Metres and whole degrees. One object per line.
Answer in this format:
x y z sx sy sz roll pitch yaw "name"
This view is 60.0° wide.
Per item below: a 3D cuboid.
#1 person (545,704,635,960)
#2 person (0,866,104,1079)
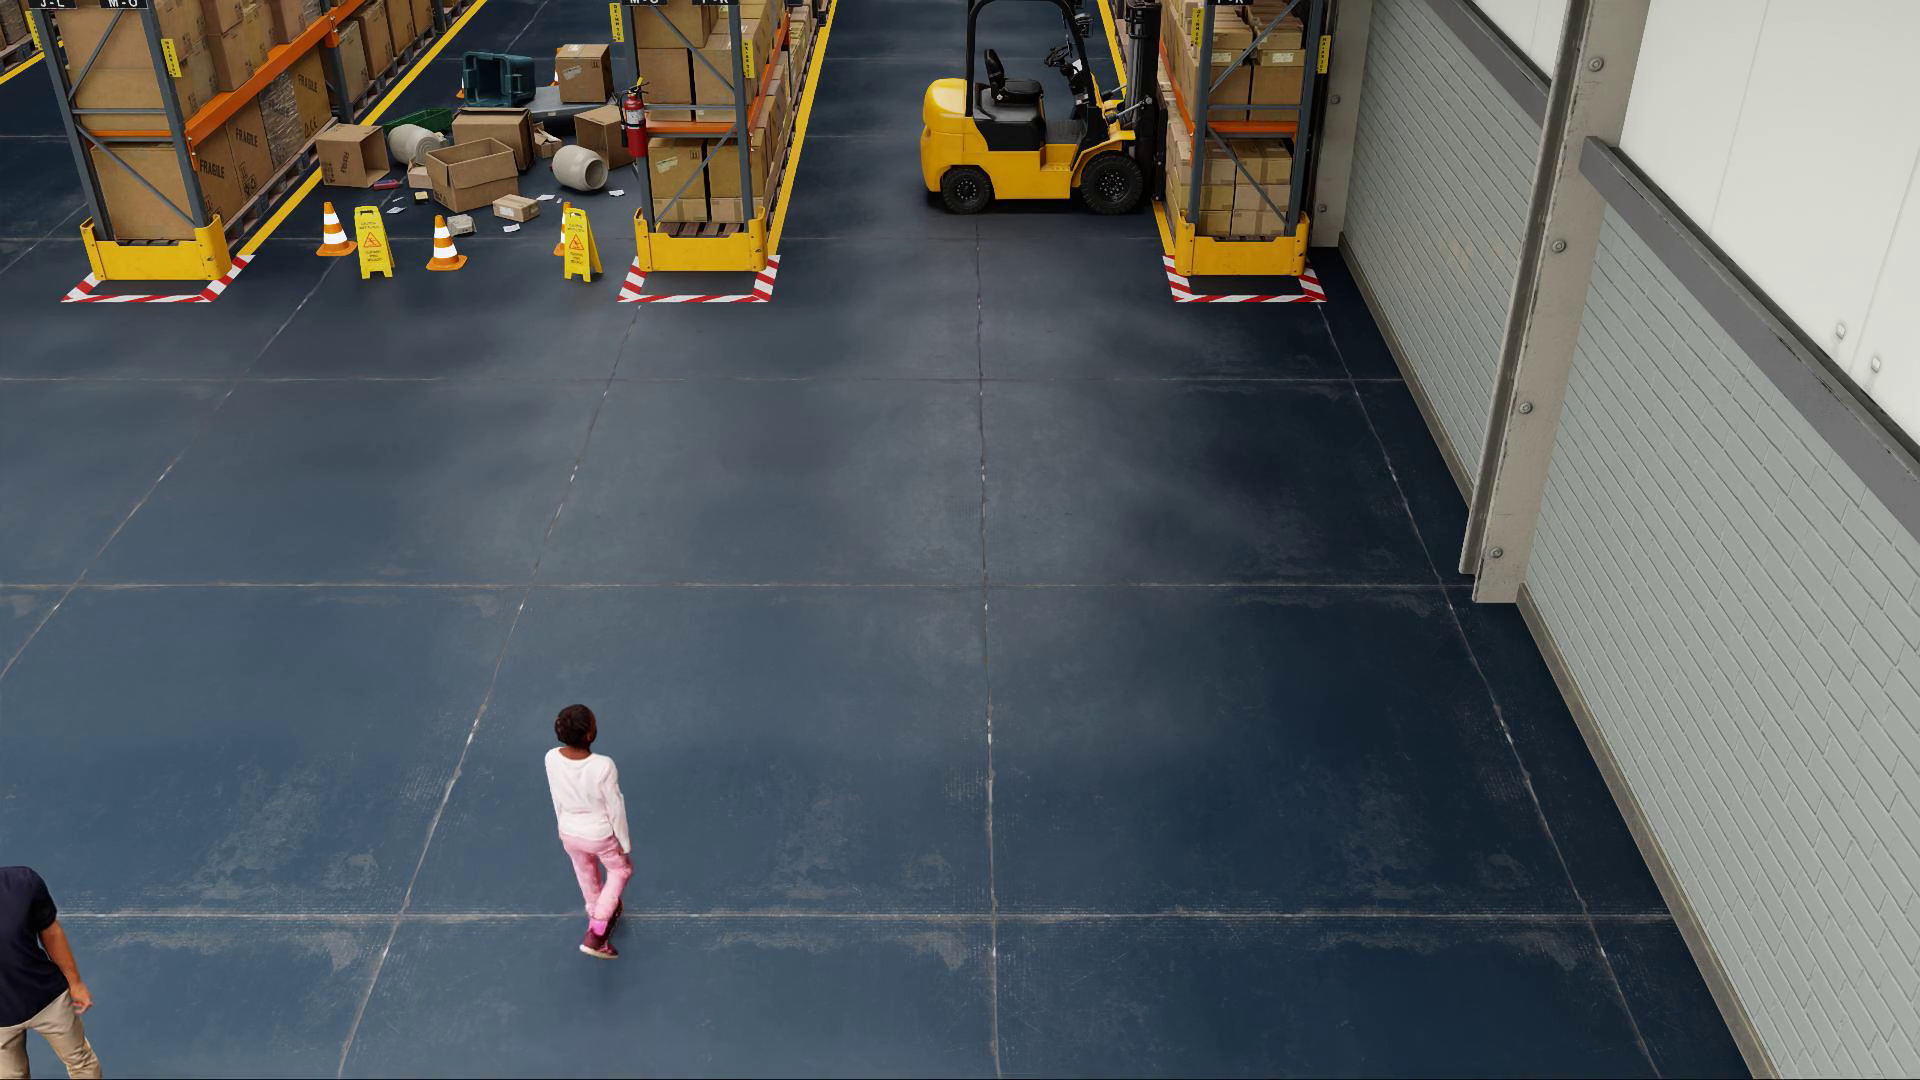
-1.769 1.399 7.839 0.664 1.439 0.807 9 33 13 "person"
-3.812 1.853 6.725 0.709 1.860 0.717 -19 37 -28 "person"
